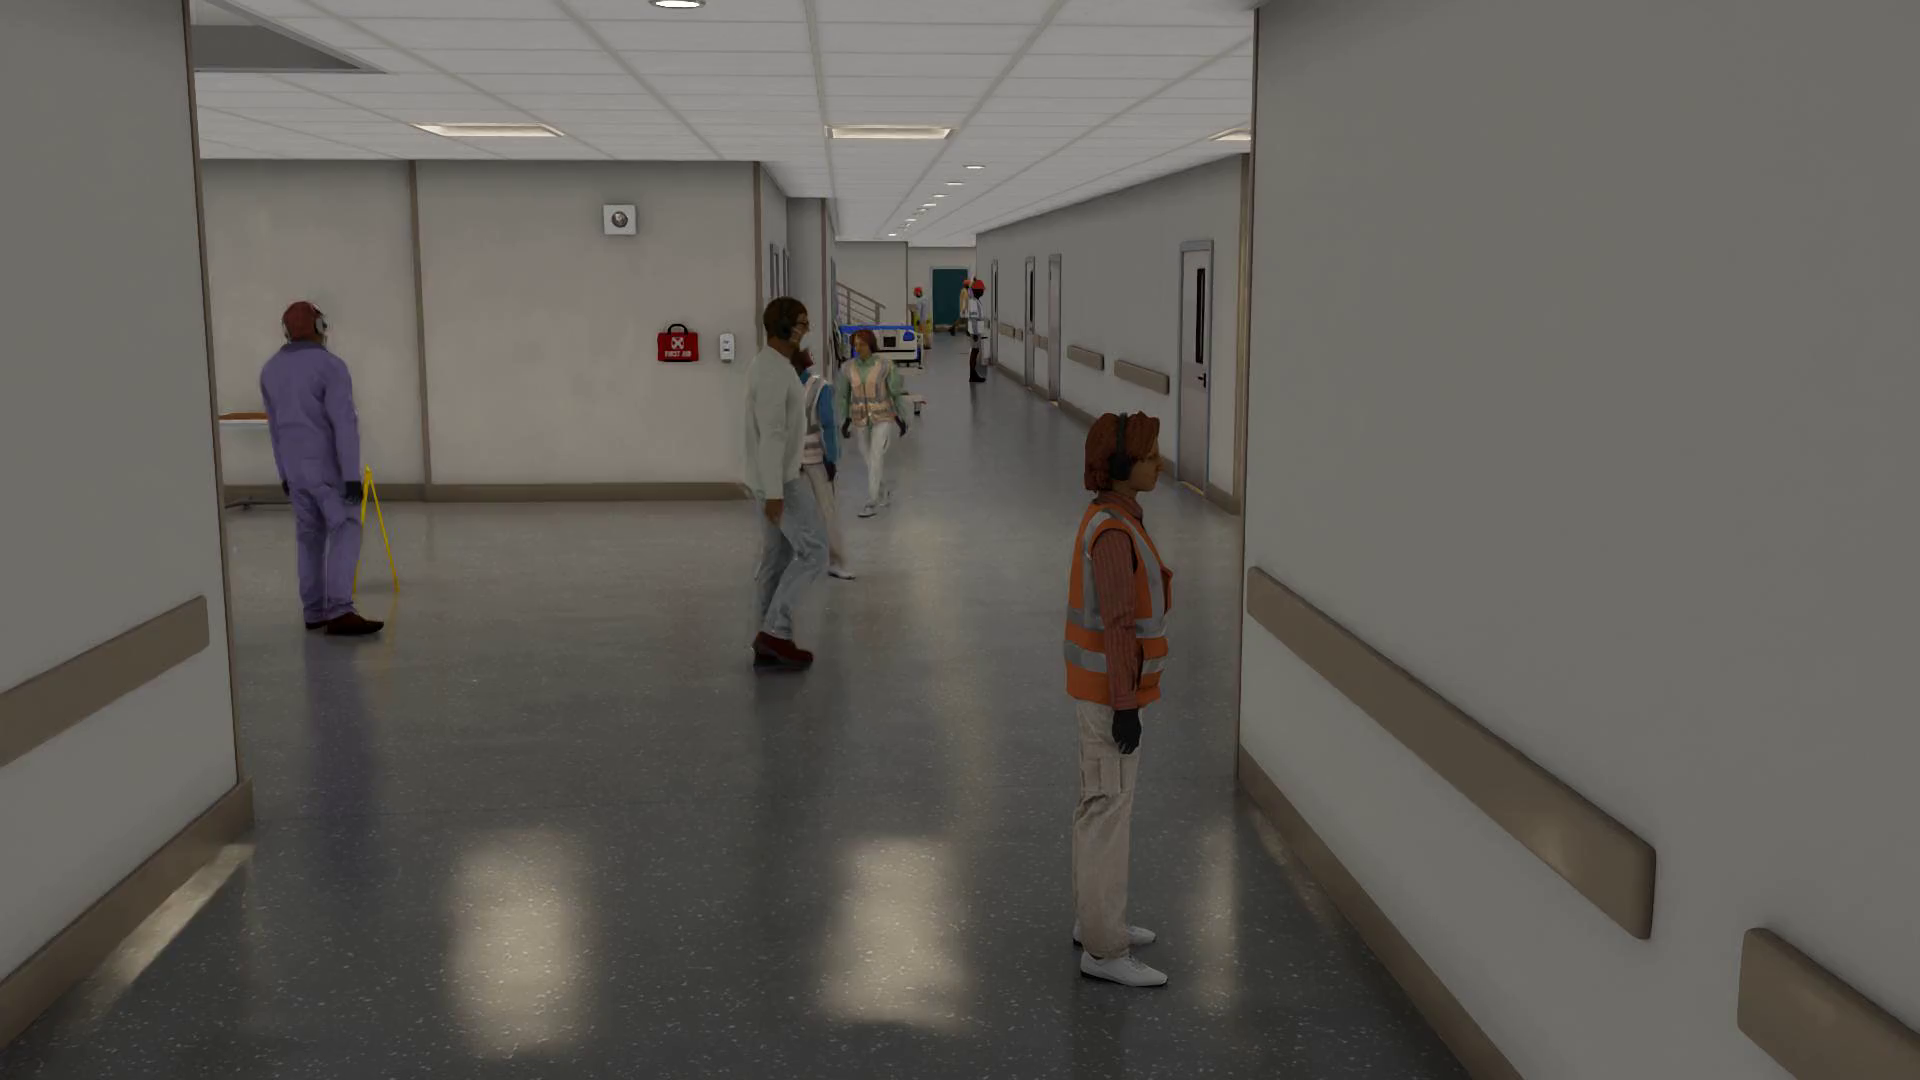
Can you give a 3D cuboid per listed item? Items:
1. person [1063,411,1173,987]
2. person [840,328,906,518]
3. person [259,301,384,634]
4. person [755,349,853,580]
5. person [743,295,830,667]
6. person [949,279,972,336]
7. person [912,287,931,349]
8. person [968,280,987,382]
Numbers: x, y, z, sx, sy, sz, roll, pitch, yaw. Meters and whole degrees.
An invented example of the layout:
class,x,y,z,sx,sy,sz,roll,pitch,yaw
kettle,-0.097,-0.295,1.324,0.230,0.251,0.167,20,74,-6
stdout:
class,x,y,z,sx,sy,sz,roll,pitch,yaw
person,0.451,0.447,4.804,0.308,1.641,0.515,0,9,2
person,-0.719,-1.024,14.202,0.542,1.589,0.842,3,10,21
person,-3.610,-0.406,9.473,0.807,1.869,0.432,5,10,30
person,-1.040,-0.524,10.971,0.584,1.605,0.556,5,10,29
person,-0.882,-0.280,8.489,0.453,1.918,0.650,-1,9,-6
person,0.069,-7.721,55.284,0.848,1.910,0.550,-2,9,-10
person,-1.051,-6.047,45.365,0.555,1.706,0.572,1,9,5
person,0.331,-3.965,31.574,0.360,1.936,0.552,1,9,6
